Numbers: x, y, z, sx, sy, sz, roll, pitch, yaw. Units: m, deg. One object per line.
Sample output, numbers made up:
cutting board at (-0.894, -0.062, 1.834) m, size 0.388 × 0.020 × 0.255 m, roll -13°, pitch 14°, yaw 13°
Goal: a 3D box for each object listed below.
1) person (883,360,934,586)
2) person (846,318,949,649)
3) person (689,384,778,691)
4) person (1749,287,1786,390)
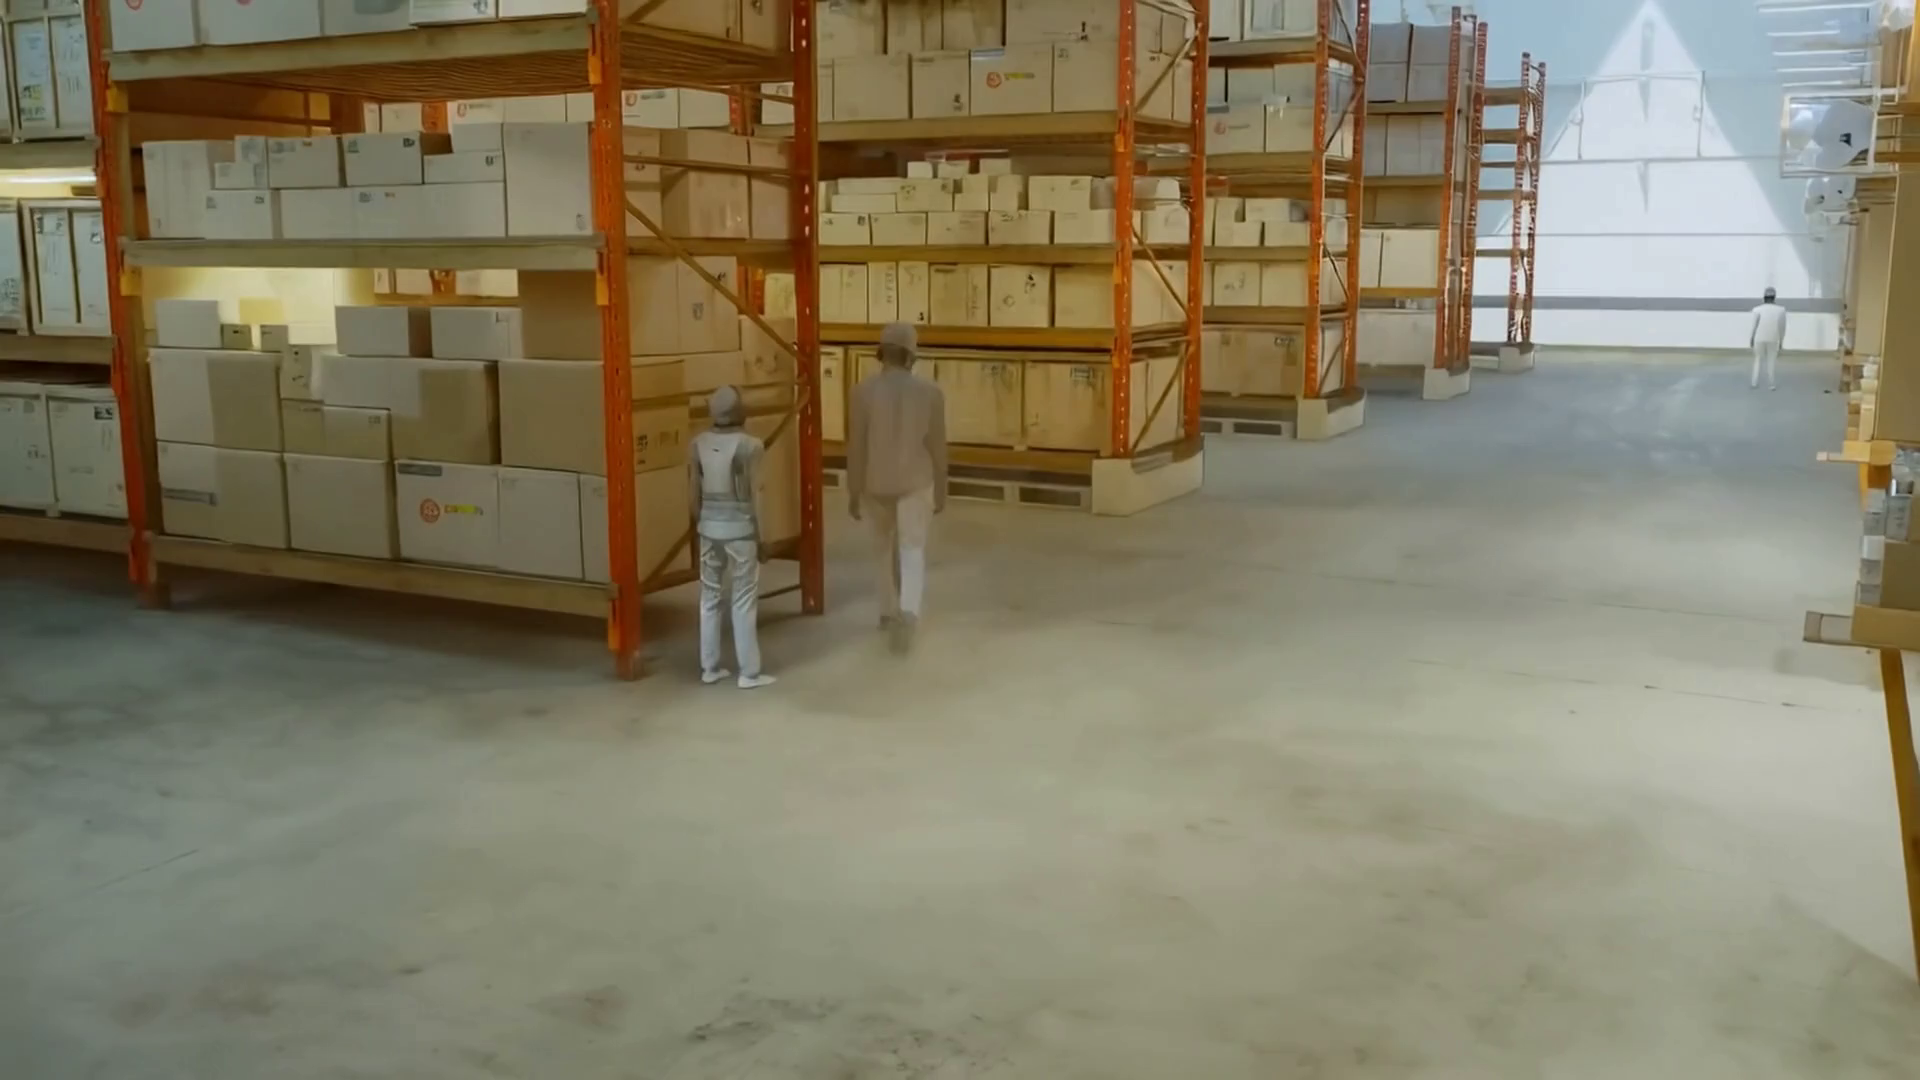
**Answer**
person at (-0.398, -0.463, 11.300) m, size 0.518 × 1.716 × 0.929 m, roll 0°, pitch 10°, yaw -1°
person at (-0.375, -0.344, 9.956) m, size 0.621 × 1.957 × 0.961 m, roll 0°, pitch 10°, yaw -1°
person at (-1.225, -0.012, 8.911) m, size 0.517 × 1.636 × 0.313 m, roll 6°, pitch 12°, yaw 31°
person at (13.795, -3.443, 28.426) m, size 0.563 × 1.755 × 0.323 m, roll 5°, pitch 11°, yaw 25°
